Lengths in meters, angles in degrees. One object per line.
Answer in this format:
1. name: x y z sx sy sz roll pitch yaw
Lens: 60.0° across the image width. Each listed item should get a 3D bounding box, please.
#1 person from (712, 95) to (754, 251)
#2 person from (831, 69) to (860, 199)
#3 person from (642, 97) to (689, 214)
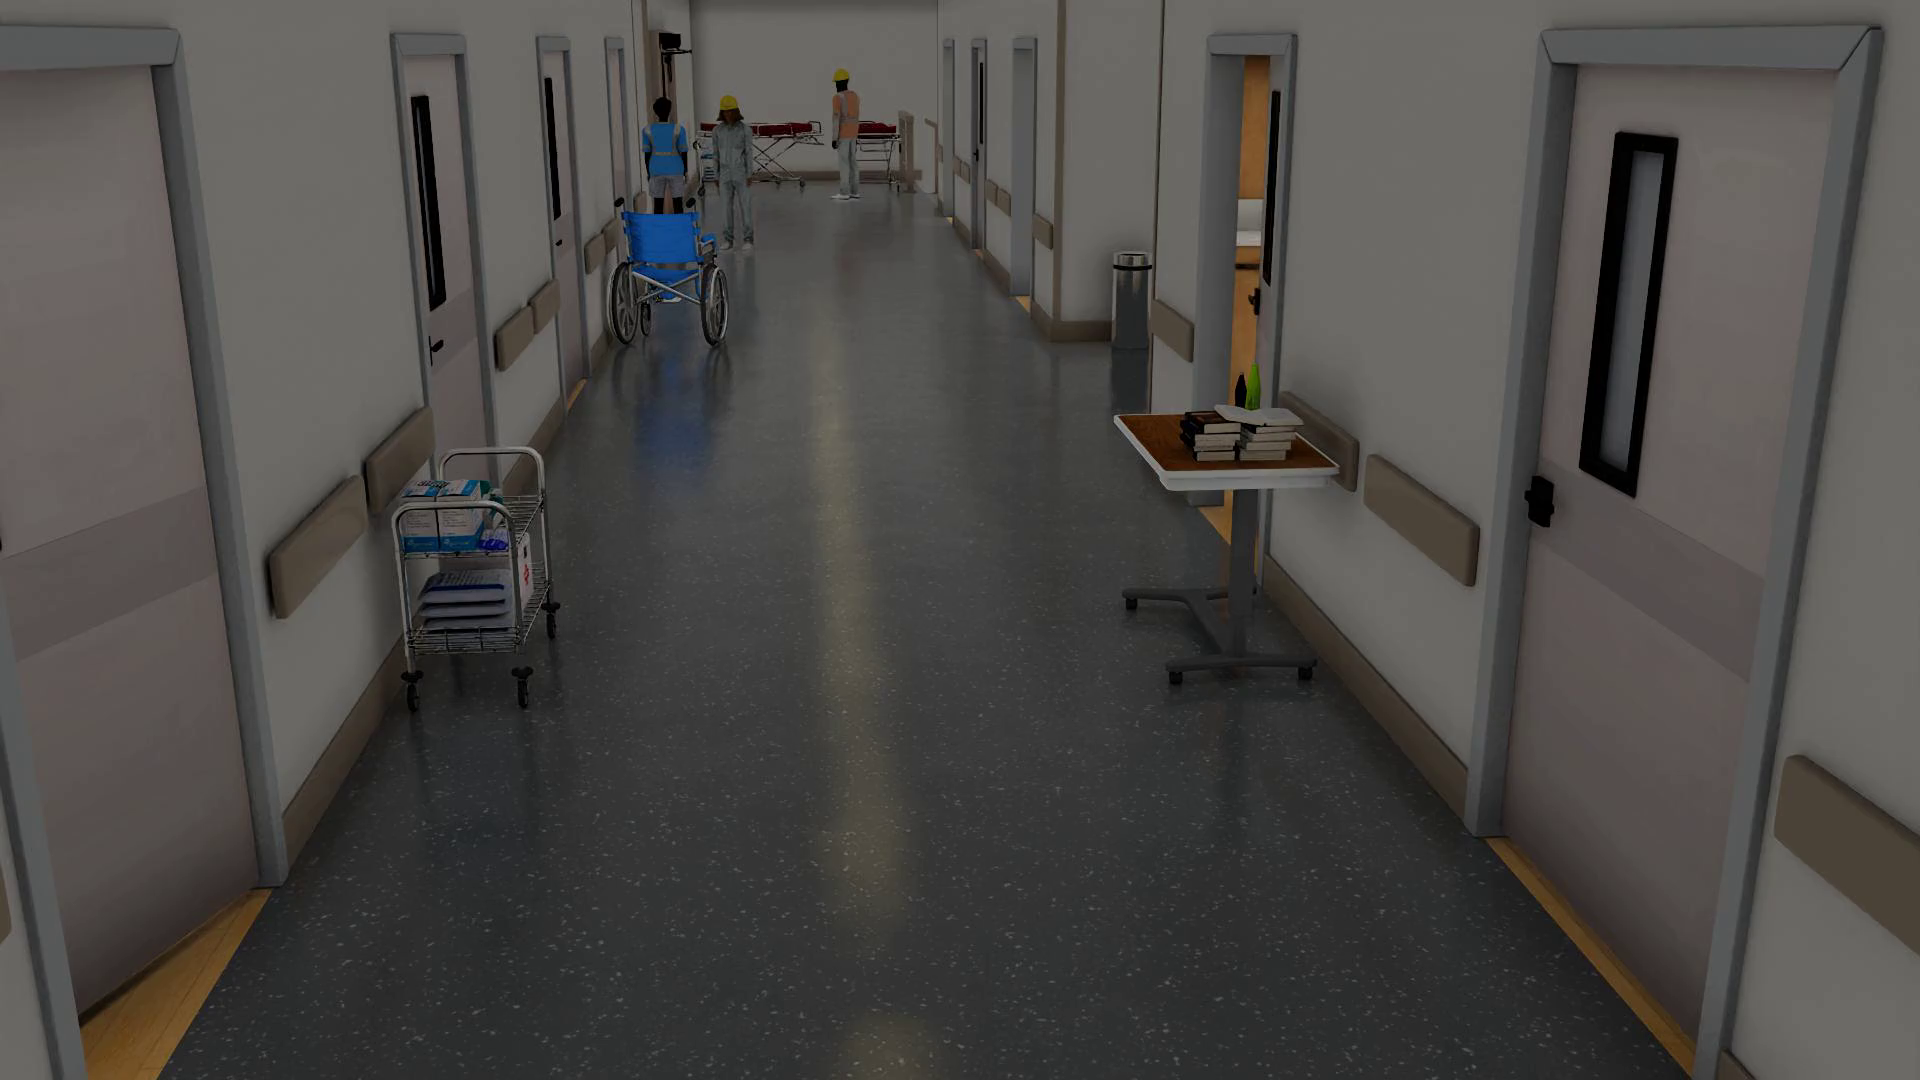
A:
1. person: -2.569 -4.139 18.813 0.479 1.733 0.347 3 17 10
2. person: -1.741 -6.112 25.089 0.398 1.920 0.586 11 20 31
3. person: -3.378 -4.229 19.168 0.535 1.700 0.318 0 17 -1
